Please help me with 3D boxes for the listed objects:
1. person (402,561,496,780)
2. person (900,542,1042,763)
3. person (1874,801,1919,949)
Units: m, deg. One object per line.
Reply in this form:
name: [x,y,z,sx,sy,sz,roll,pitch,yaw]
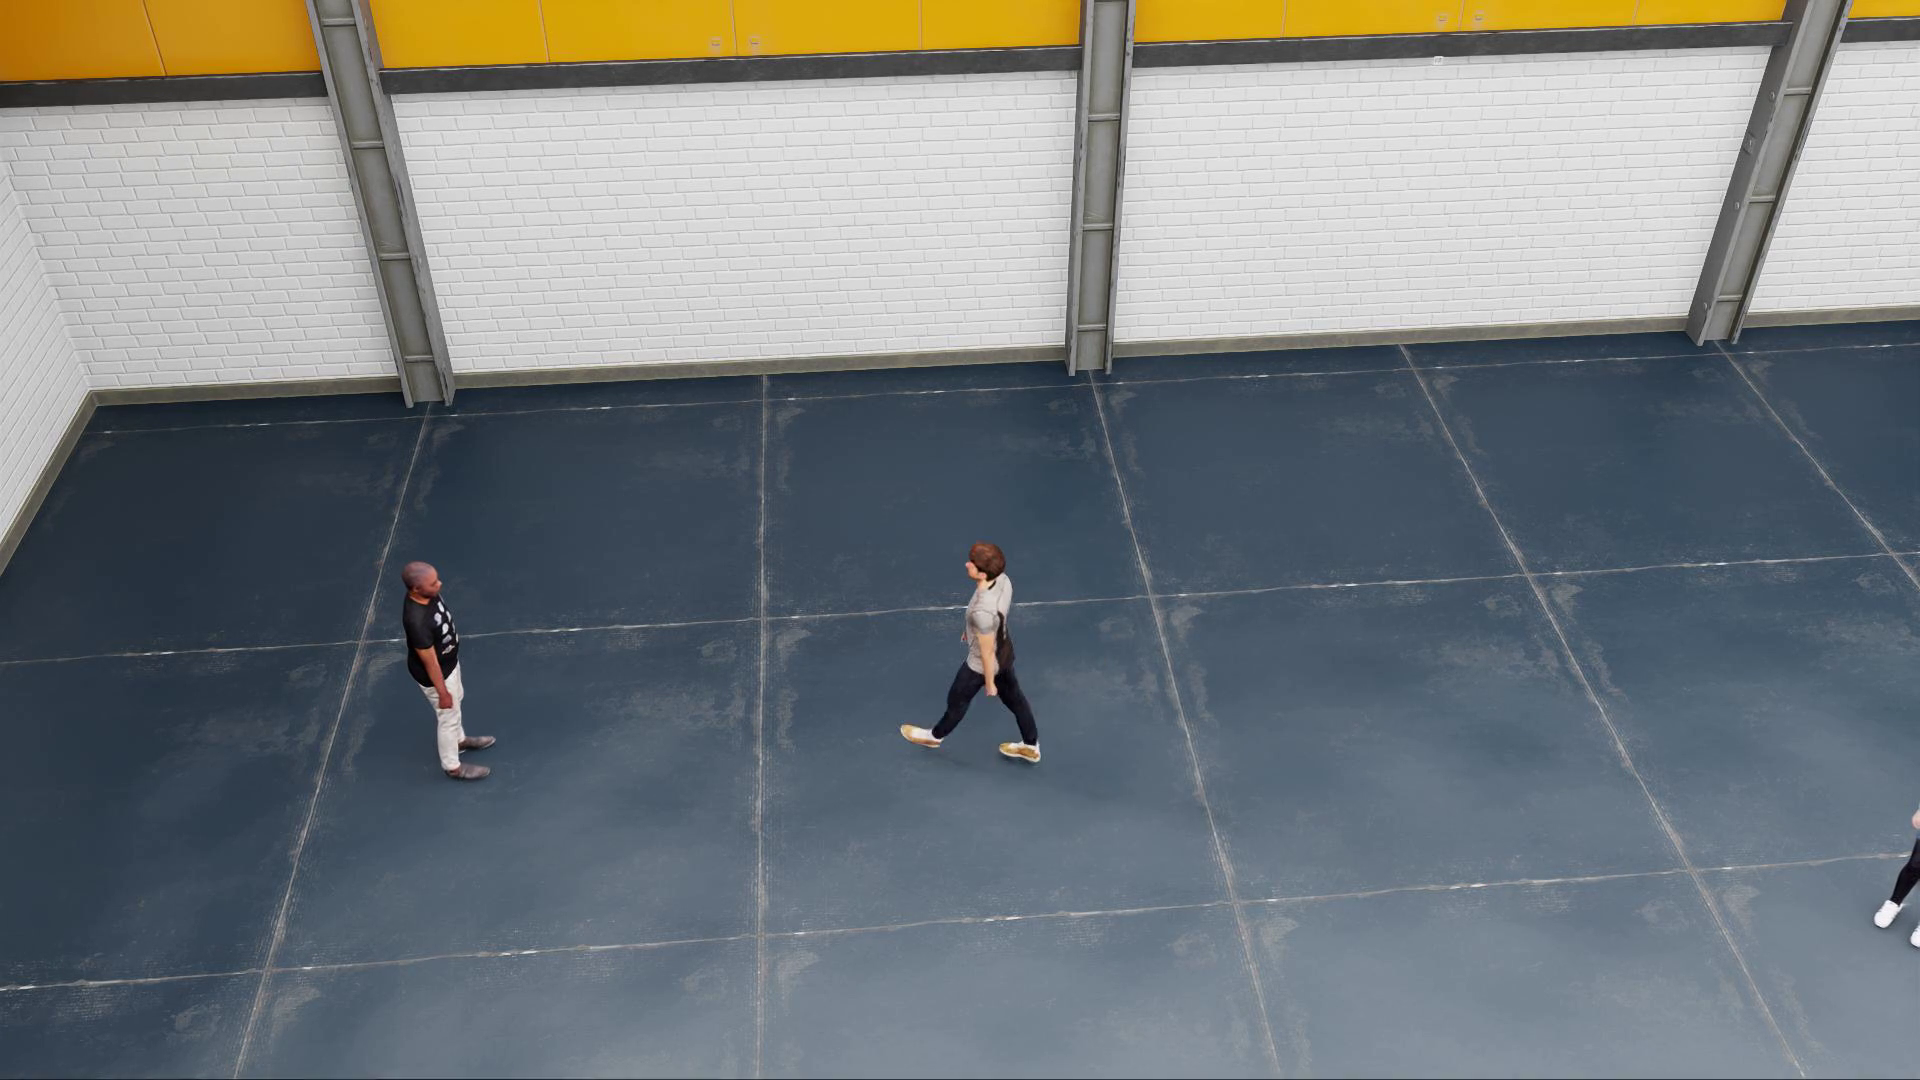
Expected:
person: [-3.444,0.845,10.937,0.635,1.801,0.679,-7,39,-8]
person: [0.277,0.796,10.968,1.282,1.838,0.988,13,40,15]
person: [5.916,1.701,9.860,0.725,1.808,0.712,-28,46,-30]
